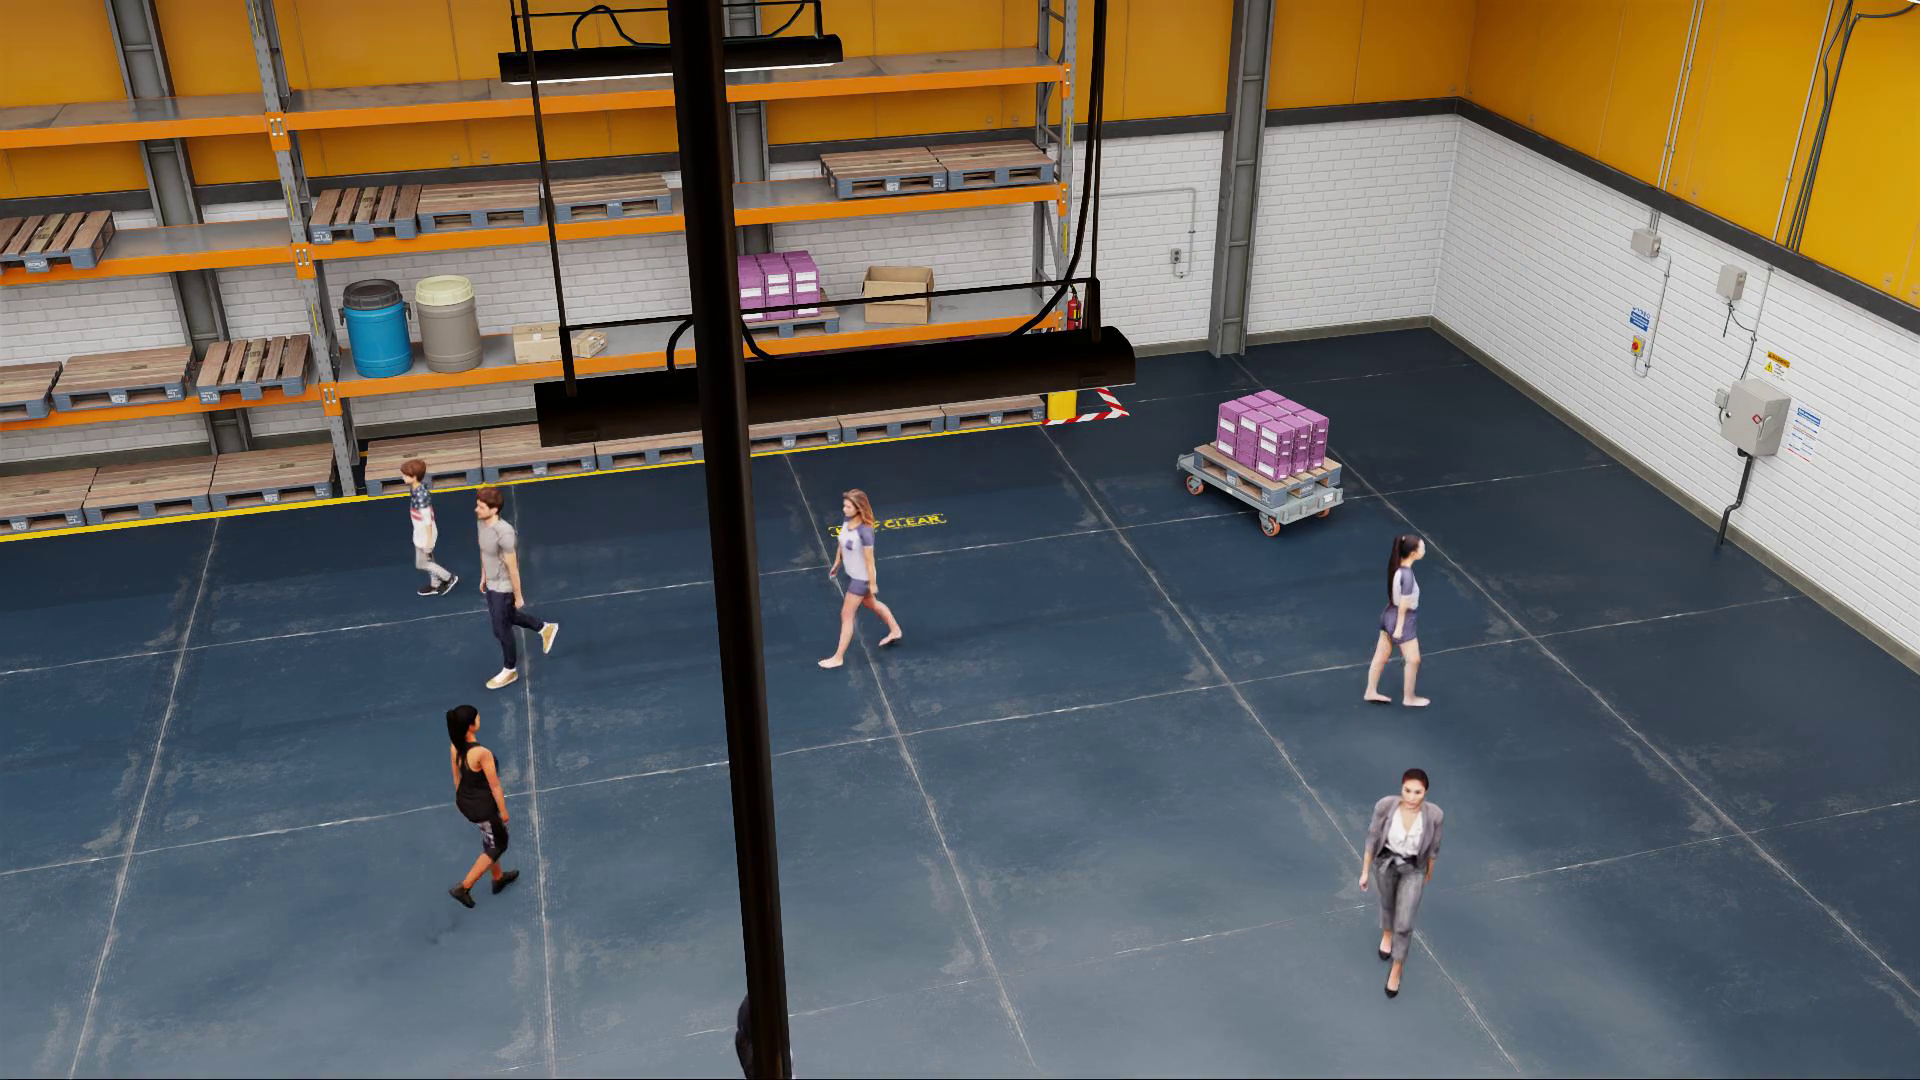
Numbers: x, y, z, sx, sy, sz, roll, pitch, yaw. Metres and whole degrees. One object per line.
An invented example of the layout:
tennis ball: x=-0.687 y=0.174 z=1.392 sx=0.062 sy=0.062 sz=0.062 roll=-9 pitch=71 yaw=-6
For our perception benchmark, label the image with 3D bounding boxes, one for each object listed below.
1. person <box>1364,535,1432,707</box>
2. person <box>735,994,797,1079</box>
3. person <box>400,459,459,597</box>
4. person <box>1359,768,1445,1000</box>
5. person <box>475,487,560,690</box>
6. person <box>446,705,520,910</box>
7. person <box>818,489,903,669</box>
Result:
person: x=3.604 y=0.697 z=14.007 sx=0.836 sy=1.632 sz=0.706 roll=-1 pitch=29 yaw=-2
person: x=-1.072 y=3.195 z=9.332 sx=0.591 sy=1.725 sz=0.632 roll=-14 pitch=32 yaw=-24
person: x=-4.987 y=-0.104 z=15.689 sx=0.626 sy=1.428 sz=0.560 roll=-11 pitch=30 yaw=-19
person: x=2.978 y=2.191 z=11.249 sx=0.933 sy=1.652 sz=0.964 roll=12 pitch=31 yaw=21
person: x=-3.876 y=0.362 z=14.367 sx=1.102 sy=1.877 sz=0.887 roll=-21 pitch=35 yaw=-33
person: x=-3.445 y=1.911 z=11.768 sx=0.865 sy=1.646 sz=0.962 roll=20 pitch=34 yaw=32
person: x=-0.806 y=0.302 z=14.678 sx=1.129 sy=1.685 sz=0.724 roll=-12 pitch=31 yaw=-21
